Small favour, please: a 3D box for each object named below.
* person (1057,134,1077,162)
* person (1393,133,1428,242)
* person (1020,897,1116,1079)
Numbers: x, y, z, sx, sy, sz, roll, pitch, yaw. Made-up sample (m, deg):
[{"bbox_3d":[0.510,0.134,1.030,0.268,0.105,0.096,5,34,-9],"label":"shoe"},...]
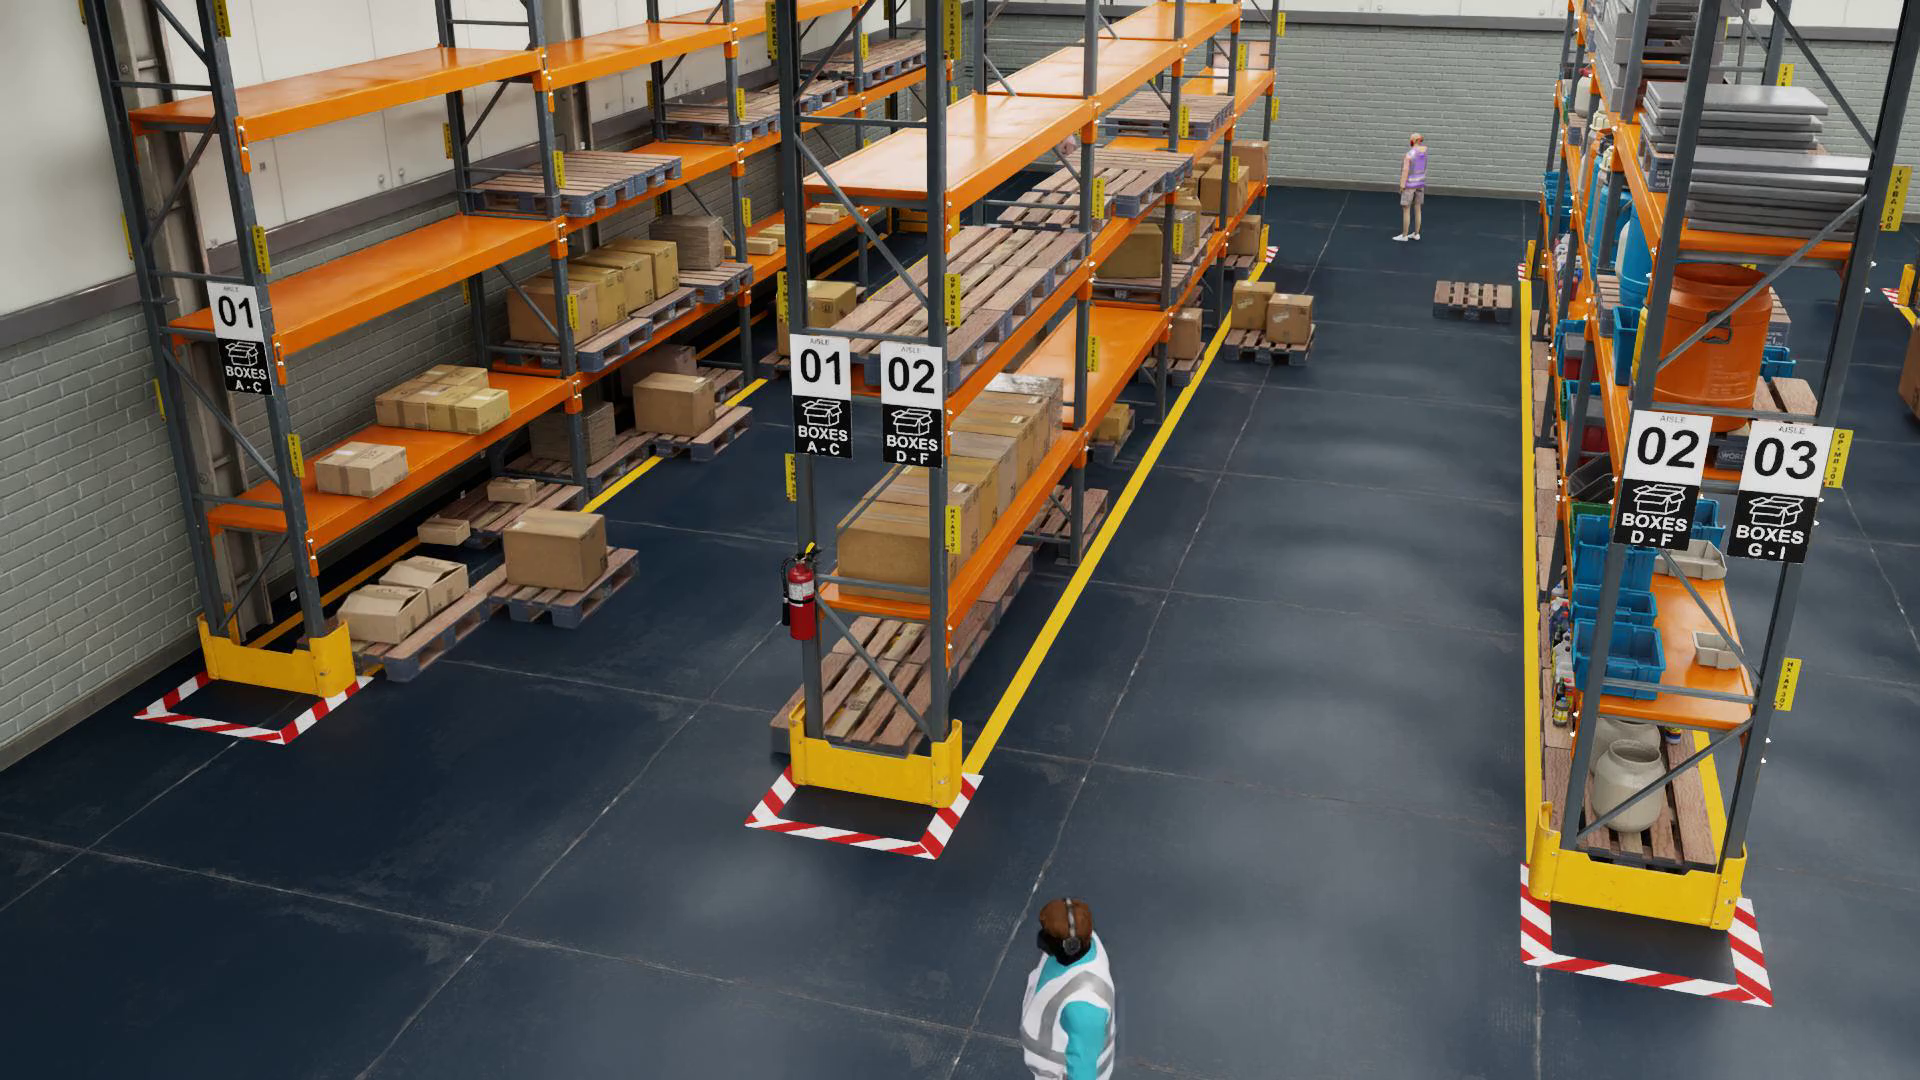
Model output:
[{"bbox_3d":[1.745,-5.946,27.028,0.336,1.799,0.523,-1,23,-2],"label":"person"},{"bbox_3d":[7.152,-5.570,26.300,0.489,1.688,0.352,-14,27,-29],"label":"person"},{"bbox_3d":[0.544,2.404,7.627,0.606,1.827,0.642,-1,23,-3],"label":"person"}]
